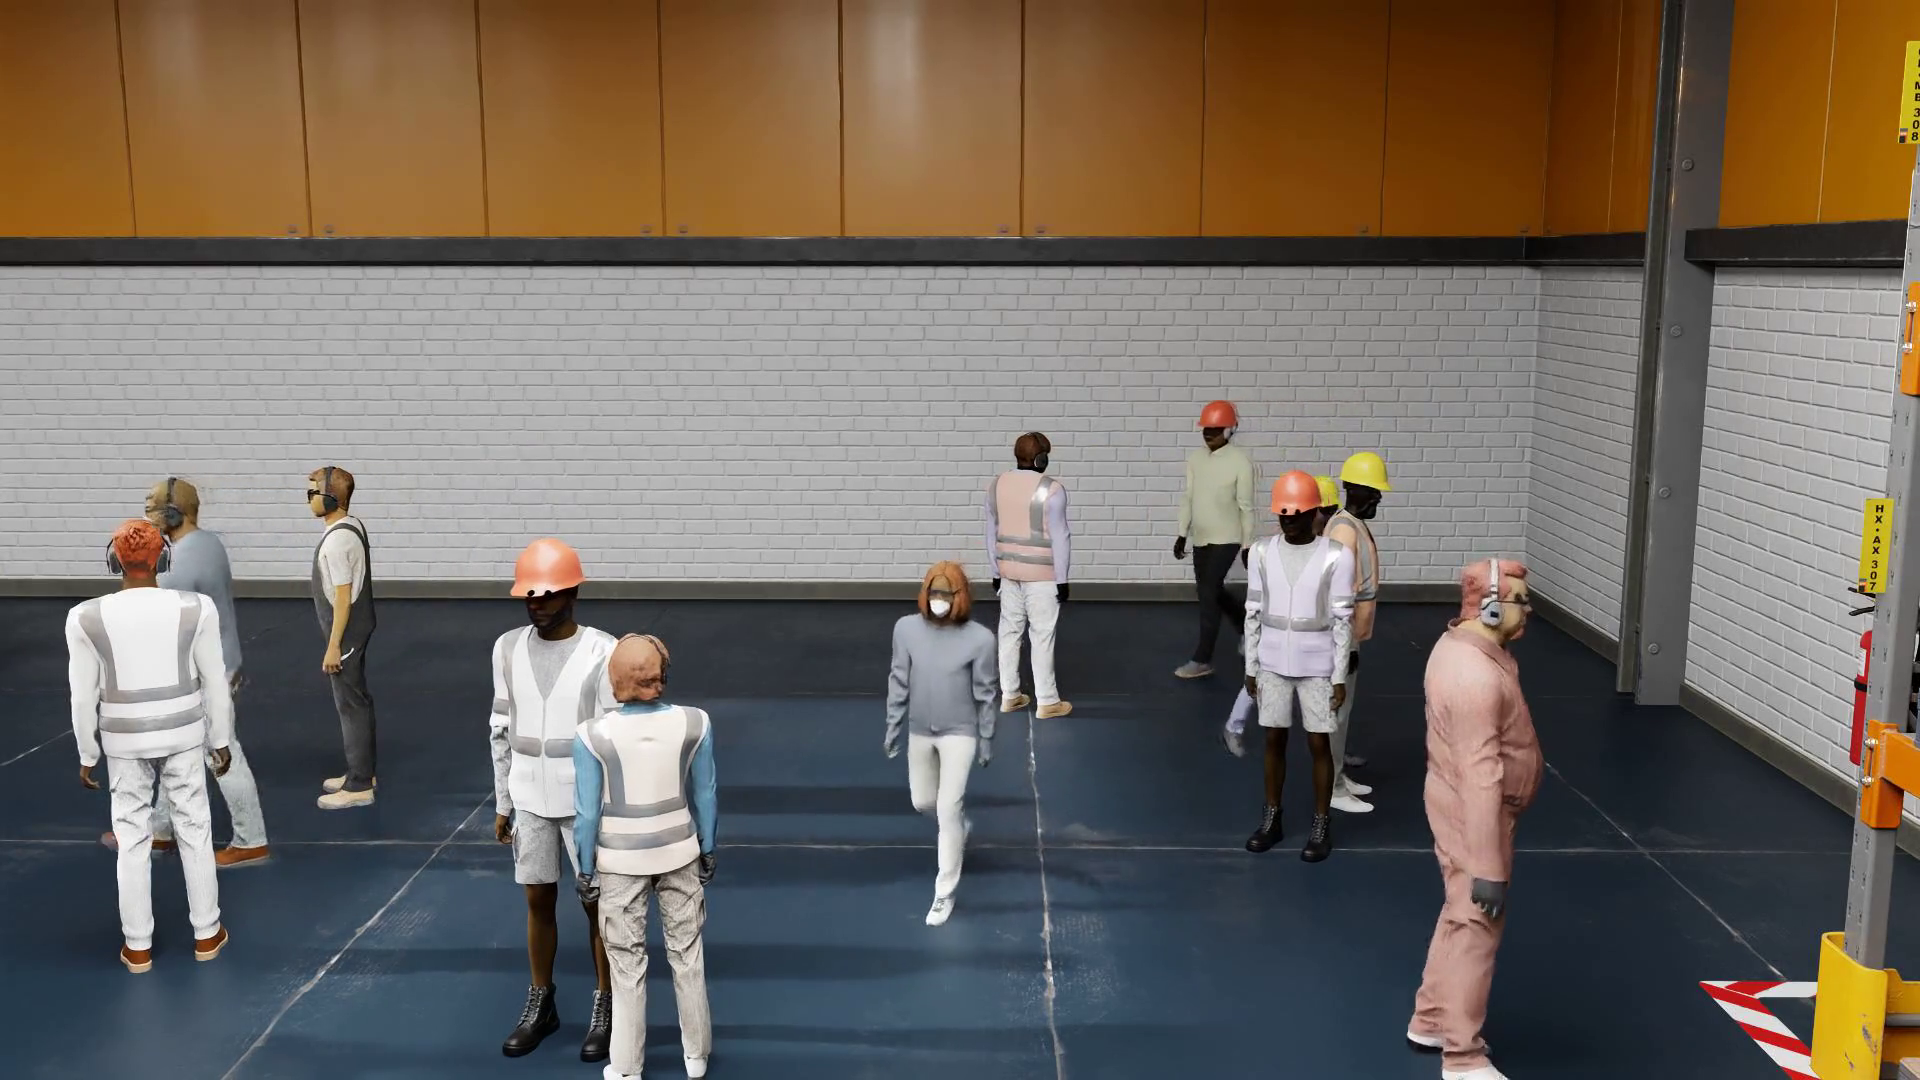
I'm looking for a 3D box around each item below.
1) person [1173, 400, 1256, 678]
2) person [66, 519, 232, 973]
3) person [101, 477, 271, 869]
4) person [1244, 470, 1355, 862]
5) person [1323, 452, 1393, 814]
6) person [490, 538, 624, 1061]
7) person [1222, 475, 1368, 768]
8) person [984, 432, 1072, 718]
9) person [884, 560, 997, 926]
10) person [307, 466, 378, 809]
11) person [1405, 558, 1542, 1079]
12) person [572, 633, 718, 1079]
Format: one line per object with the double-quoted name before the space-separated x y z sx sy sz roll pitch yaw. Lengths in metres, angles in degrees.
"person" 1.887 -0.031 11.880 0.858 1.970 0.607 -6 11 -32
"person" -3.330 0.845 6.881 0.584 1.882 0.347 -5 11 -26
"person" -3.781 0.655 7.956 0.869 1.905 0.661 -2 10 -13
"person" 1.637 0.613 8.143 0.541 1.929 0.382 5 11 28
"person" 2.099 0.483 8.936 0.383 1.922 0.587 3 10 16
"person" -1.464 0.949 6.096 0.546 1.938 0.360 2 10 9
"person" 1.926 0.457 9.709 0.843 1.718 0.550 9 13 42
"person" 0.458 0.223 10.734 0.624 1.845 0.430 8 12 40
"person" -0.053 0.866 7.573 0.506 1.608 0.694 4 10 24
"person" -3.328 0.518 8.954 0.345 1.846 0.508 -2 10 -12
"person" 1.841 1.004 5.910 0.405 1.900 0.711 2 10 9
"person" -1.100 1.140 5.853 0.523 1.636 0.311 -5 11 -26
